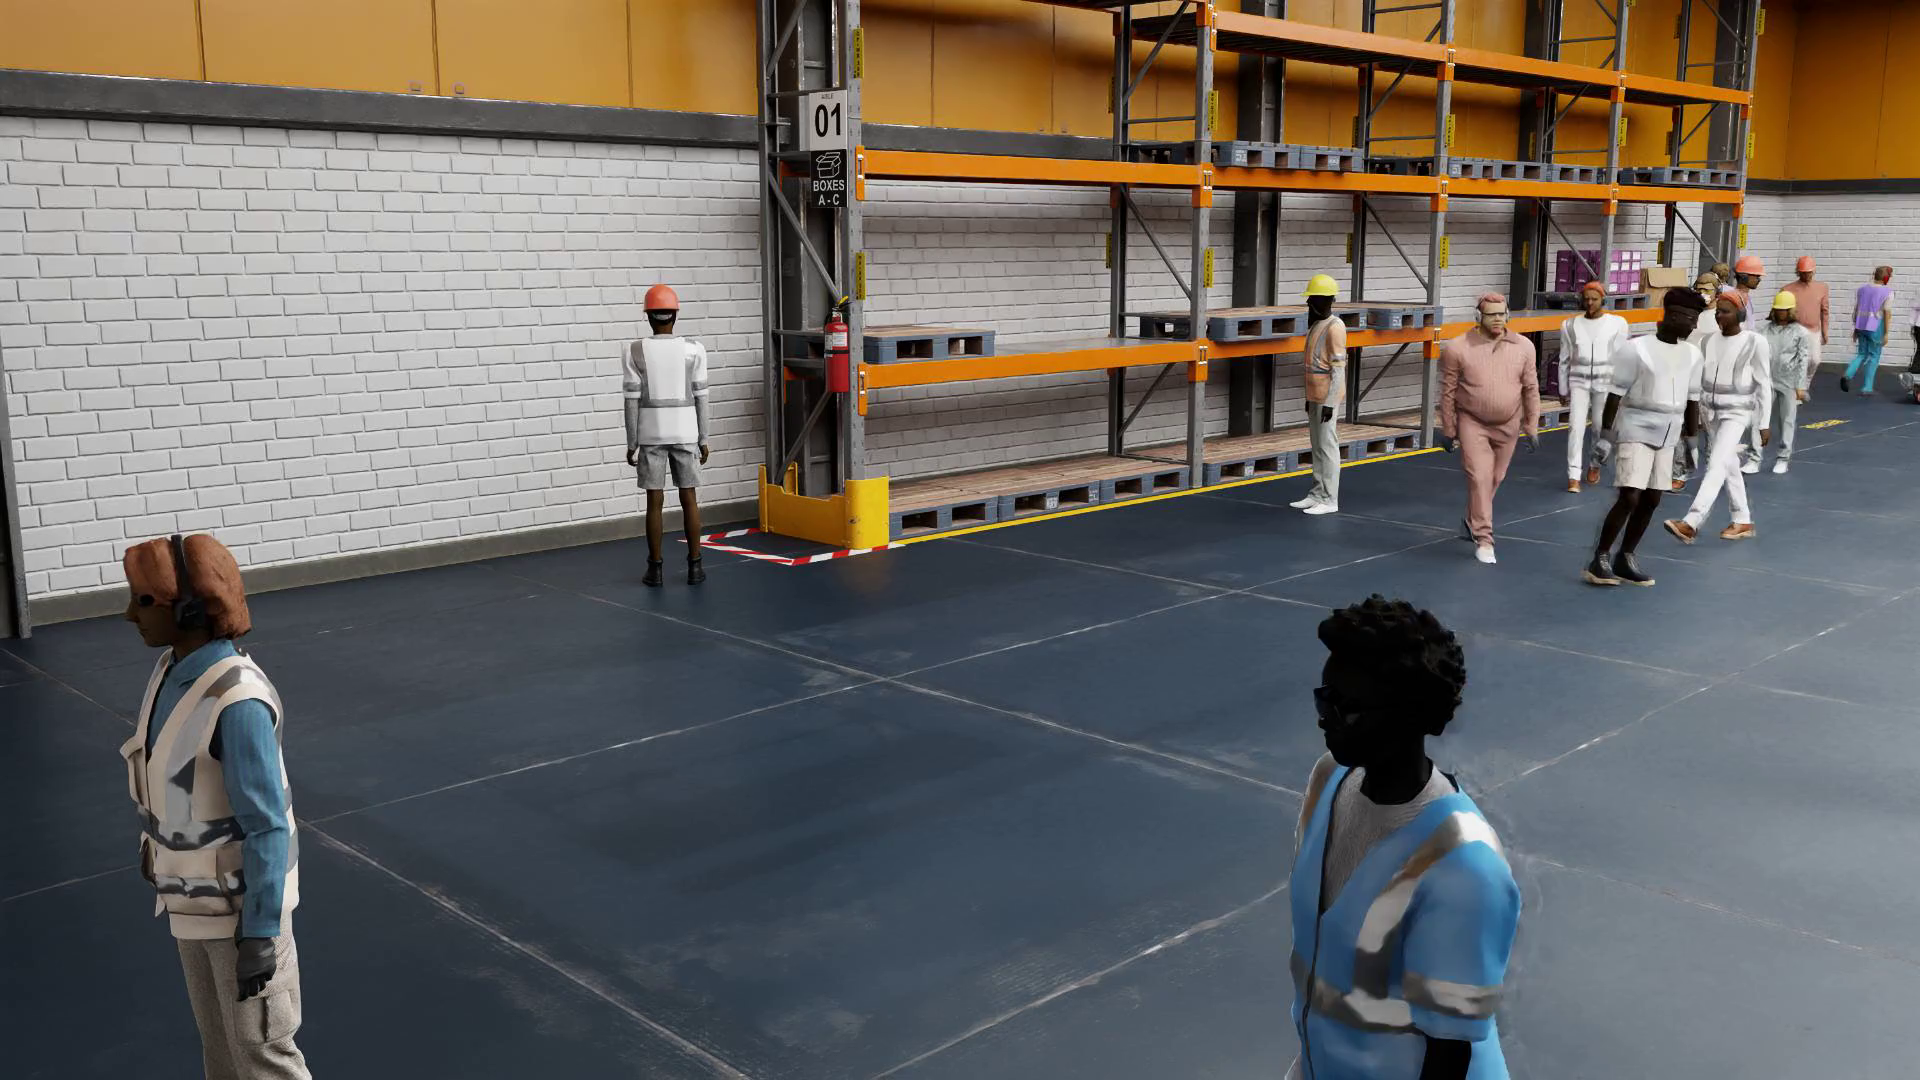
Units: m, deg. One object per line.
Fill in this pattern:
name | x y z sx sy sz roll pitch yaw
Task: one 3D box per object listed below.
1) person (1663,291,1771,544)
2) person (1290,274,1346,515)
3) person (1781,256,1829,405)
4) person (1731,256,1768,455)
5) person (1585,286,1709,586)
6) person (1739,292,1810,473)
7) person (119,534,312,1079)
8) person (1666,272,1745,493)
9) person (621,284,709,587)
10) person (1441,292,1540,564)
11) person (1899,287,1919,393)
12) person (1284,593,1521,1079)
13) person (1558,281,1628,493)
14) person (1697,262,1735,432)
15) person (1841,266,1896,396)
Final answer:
person | 5.495 -0.880 12.093 0.989 1.830 0.604 -5 11 -23
person | 2.910 -1.167 13.414 0.373 1.928 0.584 -1 10 -4
person | 11.141 -2.760 21.979 0.633 1.971 0.432 2 11 12
person | 7.998 -1.889 17.071 0.404 2.035 0.611 7 12 33
person | 4.398 -0.650 10.611 0.688 1.920 0.389 -3 11 -18
person | 7.623 -1.453 15.553 0.508 1.710 0.785 10 14 44
person | -1.567 0.790 3.540 0.310 1.636 0.522 -9 14 -41
person | 6.422 -1.346 14.406 0.368 1.932 0.622 -10 14 -42
person | -1.875 -0.661 10.638 0.542 1.936 0.362 -3 11 -14
person | 3.728 -0.820 11.756 0.650 1.867 1.002 0 10 1
person | 13.622 -2.993 23.448 0.480 1.895 0.688 1 10 5
person | 0.613 0.918 2.699 0.593 1.674 0.557 -3 11 -16
person | 5.603 -1.369 14.760 0.574 1.849 0.911 4 11 22
person | 8.606 -2.192 18.975 0.629 1.940 0.379 0 10 0
person | 12.669 -2.903 23.175 0.510 1.823 0.571 -4 11 -22
